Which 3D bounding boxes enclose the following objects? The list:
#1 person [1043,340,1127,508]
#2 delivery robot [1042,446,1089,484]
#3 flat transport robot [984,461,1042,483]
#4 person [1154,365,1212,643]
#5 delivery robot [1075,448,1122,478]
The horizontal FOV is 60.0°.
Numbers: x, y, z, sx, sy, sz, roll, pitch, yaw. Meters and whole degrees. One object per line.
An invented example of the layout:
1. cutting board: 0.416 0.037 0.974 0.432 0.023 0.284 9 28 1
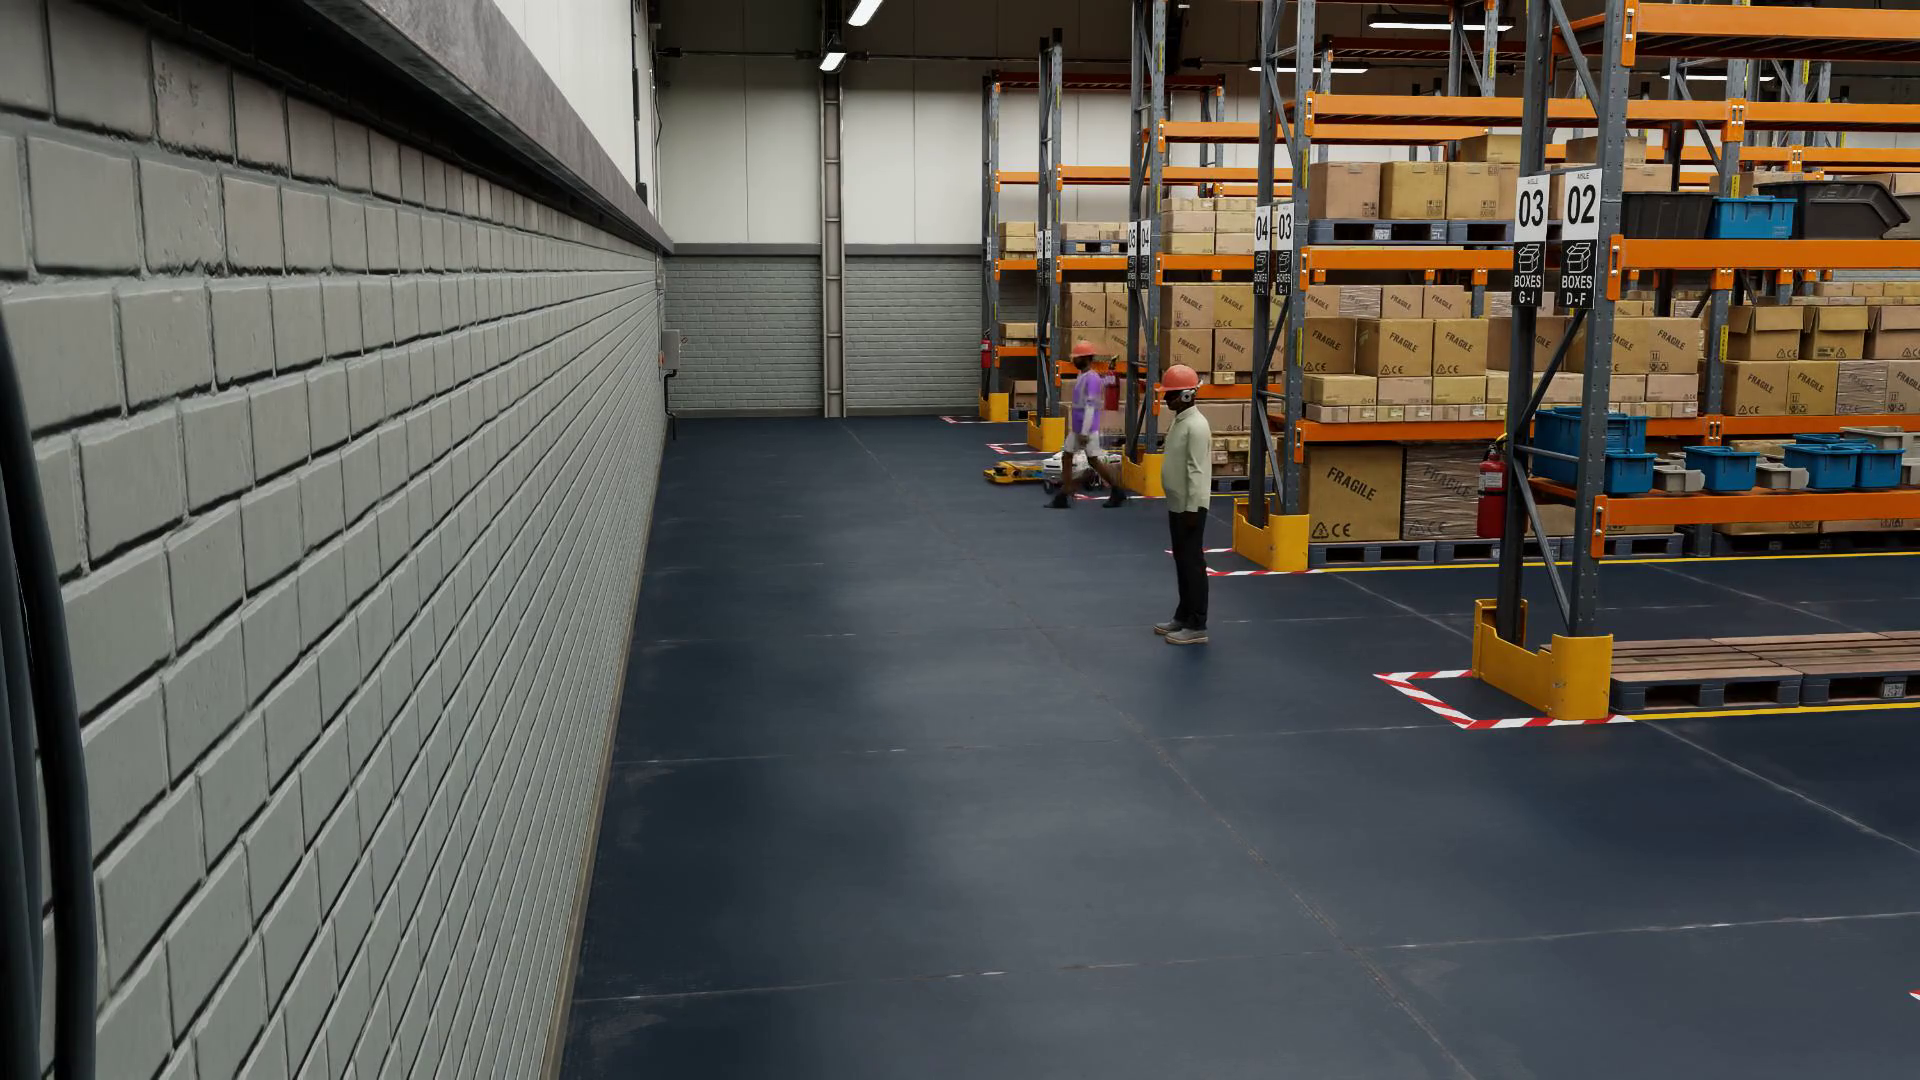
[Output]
1. person: 1.430 -1.273 18.509 0.936 1.908 0.552 -3 10 -15
2. delivery robot: 1.258 -0.884 19.880 0.477 0.478 0.707 5 11 28
3. flat transport robot: 1.066 -0.878 21.006 1.431 0.197 0.652 -2 9 -12
4. person: 1.592 -0.258 11.917 0.402 1.986 0.614 -1 9 -8
5. delivery robot: 1.633 -0.957 20.332 0.477 0.478 0.707 -9 13 -43
